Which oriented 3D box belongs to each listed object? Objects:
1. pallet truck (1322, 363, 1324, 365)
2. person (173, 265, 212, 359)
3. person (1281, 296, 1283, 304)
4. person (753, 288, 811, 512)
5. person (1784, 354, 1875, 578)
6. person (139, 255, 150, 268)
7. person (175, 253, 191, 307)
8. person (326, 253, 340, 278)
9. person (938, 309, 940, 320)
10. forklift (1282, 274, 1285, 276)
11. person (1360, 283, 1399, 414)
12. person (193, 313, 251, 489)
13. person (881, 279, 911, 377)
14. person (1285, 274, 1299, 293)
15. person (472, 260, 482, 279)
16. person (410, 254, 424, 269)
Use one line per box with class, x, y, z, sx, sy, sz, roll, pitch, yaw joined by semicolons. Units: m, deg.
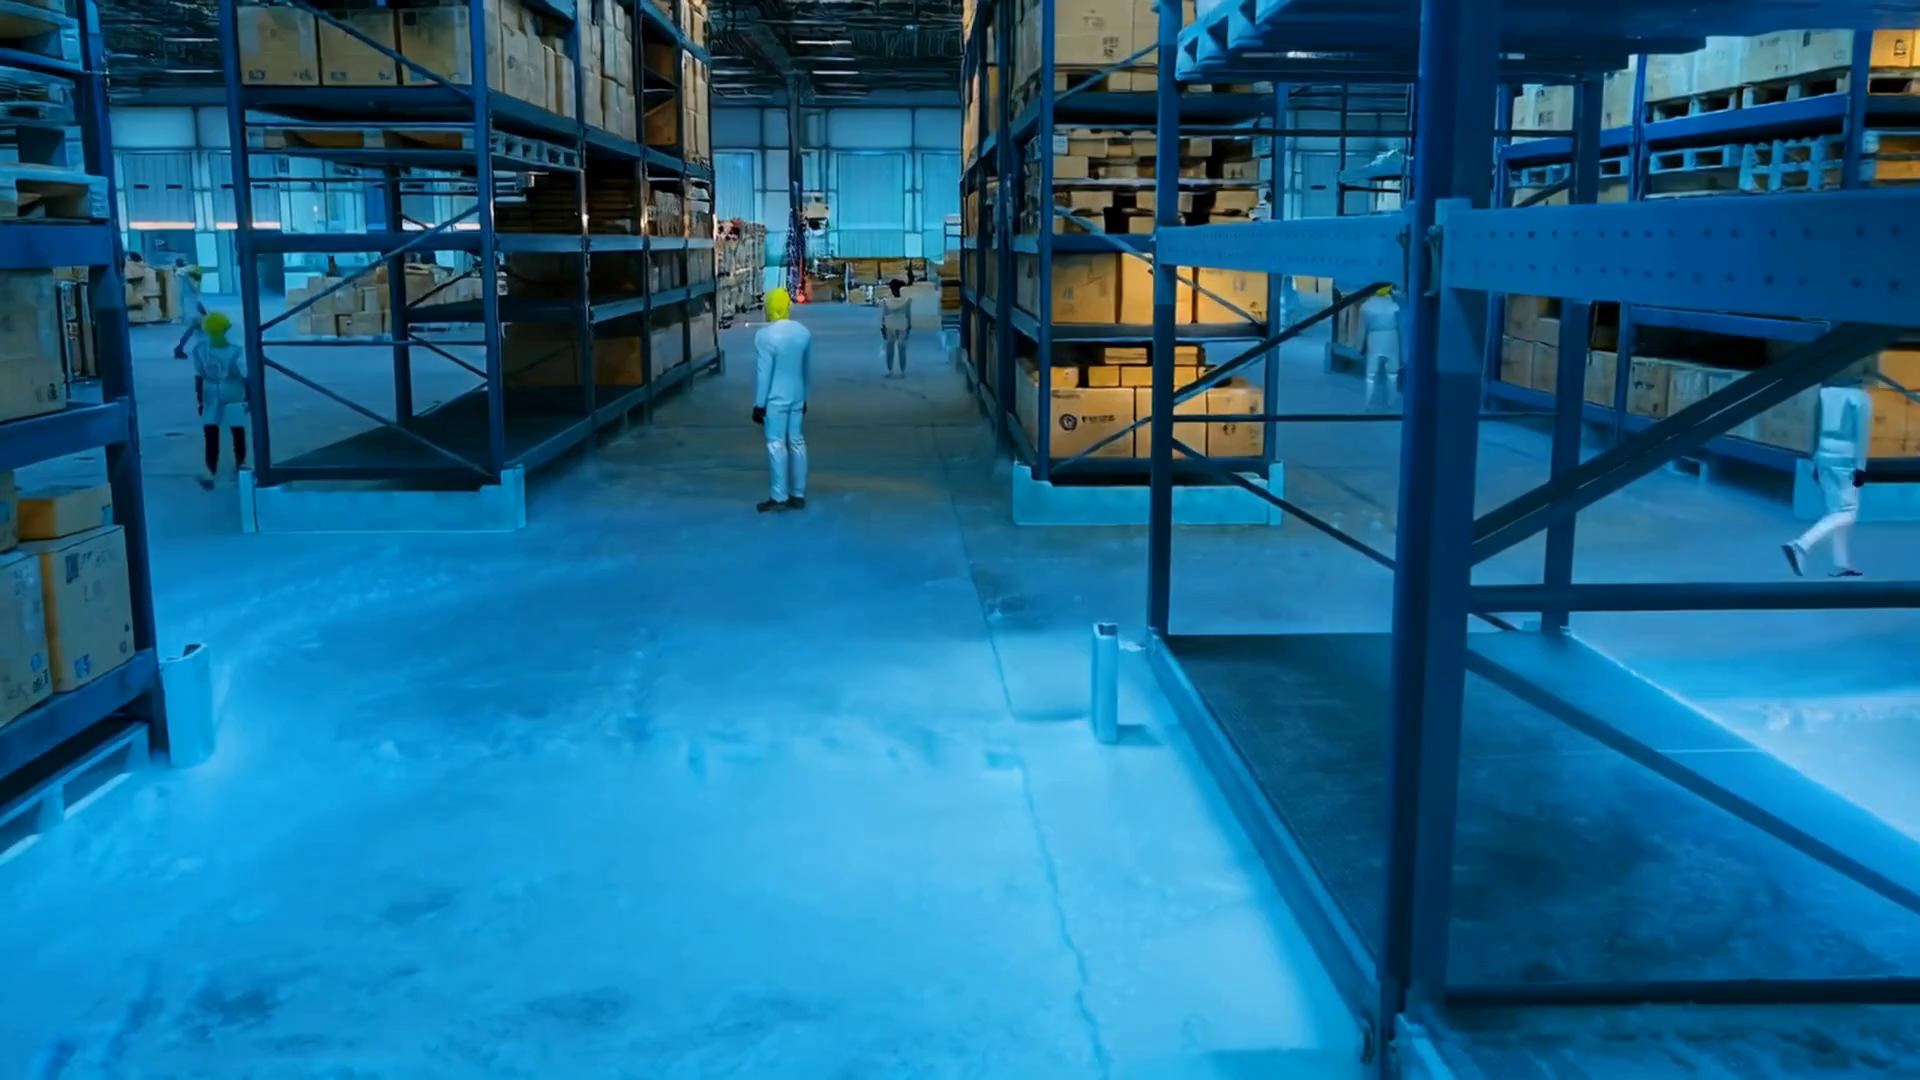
pallet truck;7.712;-4.157;30.737;1.885;1.965;0.823;3;11;16
person;-15.416;-4.593;33.503;1.011;1.890;0.550;-5;11;-24
person;7.776;-6.048;41.570;0.584;1.888;0.565;7;12;35
person;-1.561;-1.212;14.498;0.372;1.940;0.630;7;12;35
person;6.012;-0.505;11.458;0.635;1.621;0.523;-2;10;-8
person;-26.585;-8.342;54.327;0.957;1.908;0.633;1;10;4
person;-27.721;-9.279;59.451;0.605;1.935;0.425;-10;14;-44
person;-20.523;-8.458;54.796;0.798;1.969;0.615;-7;12;-34
person;-0.383;-7.317;48.878;0.831;1.823;0.521;2;10;13
forklift;12.179;-10.613;64.245;1.129;2.768;1.873;0;10;-2
person;5.589;-2.528;21.919;0.644;1.908;0.408;7;12;35
person;-7.025;-1.314;15.811;0.553;1.655;0.819;-1;10;-8
person;-1.112;-3.675;28.883;0.536;1.699;0.322;1;10;8
person;9.283;-6.930;46.483;0.513;1.900;0.593;0;10;-3
person;-17.497;-9.309;60.318;0.366;1.686;0.546;0;10;3
person;-18.902;-9.024;58.056;0.594;1.922;0.386;4;11;21
